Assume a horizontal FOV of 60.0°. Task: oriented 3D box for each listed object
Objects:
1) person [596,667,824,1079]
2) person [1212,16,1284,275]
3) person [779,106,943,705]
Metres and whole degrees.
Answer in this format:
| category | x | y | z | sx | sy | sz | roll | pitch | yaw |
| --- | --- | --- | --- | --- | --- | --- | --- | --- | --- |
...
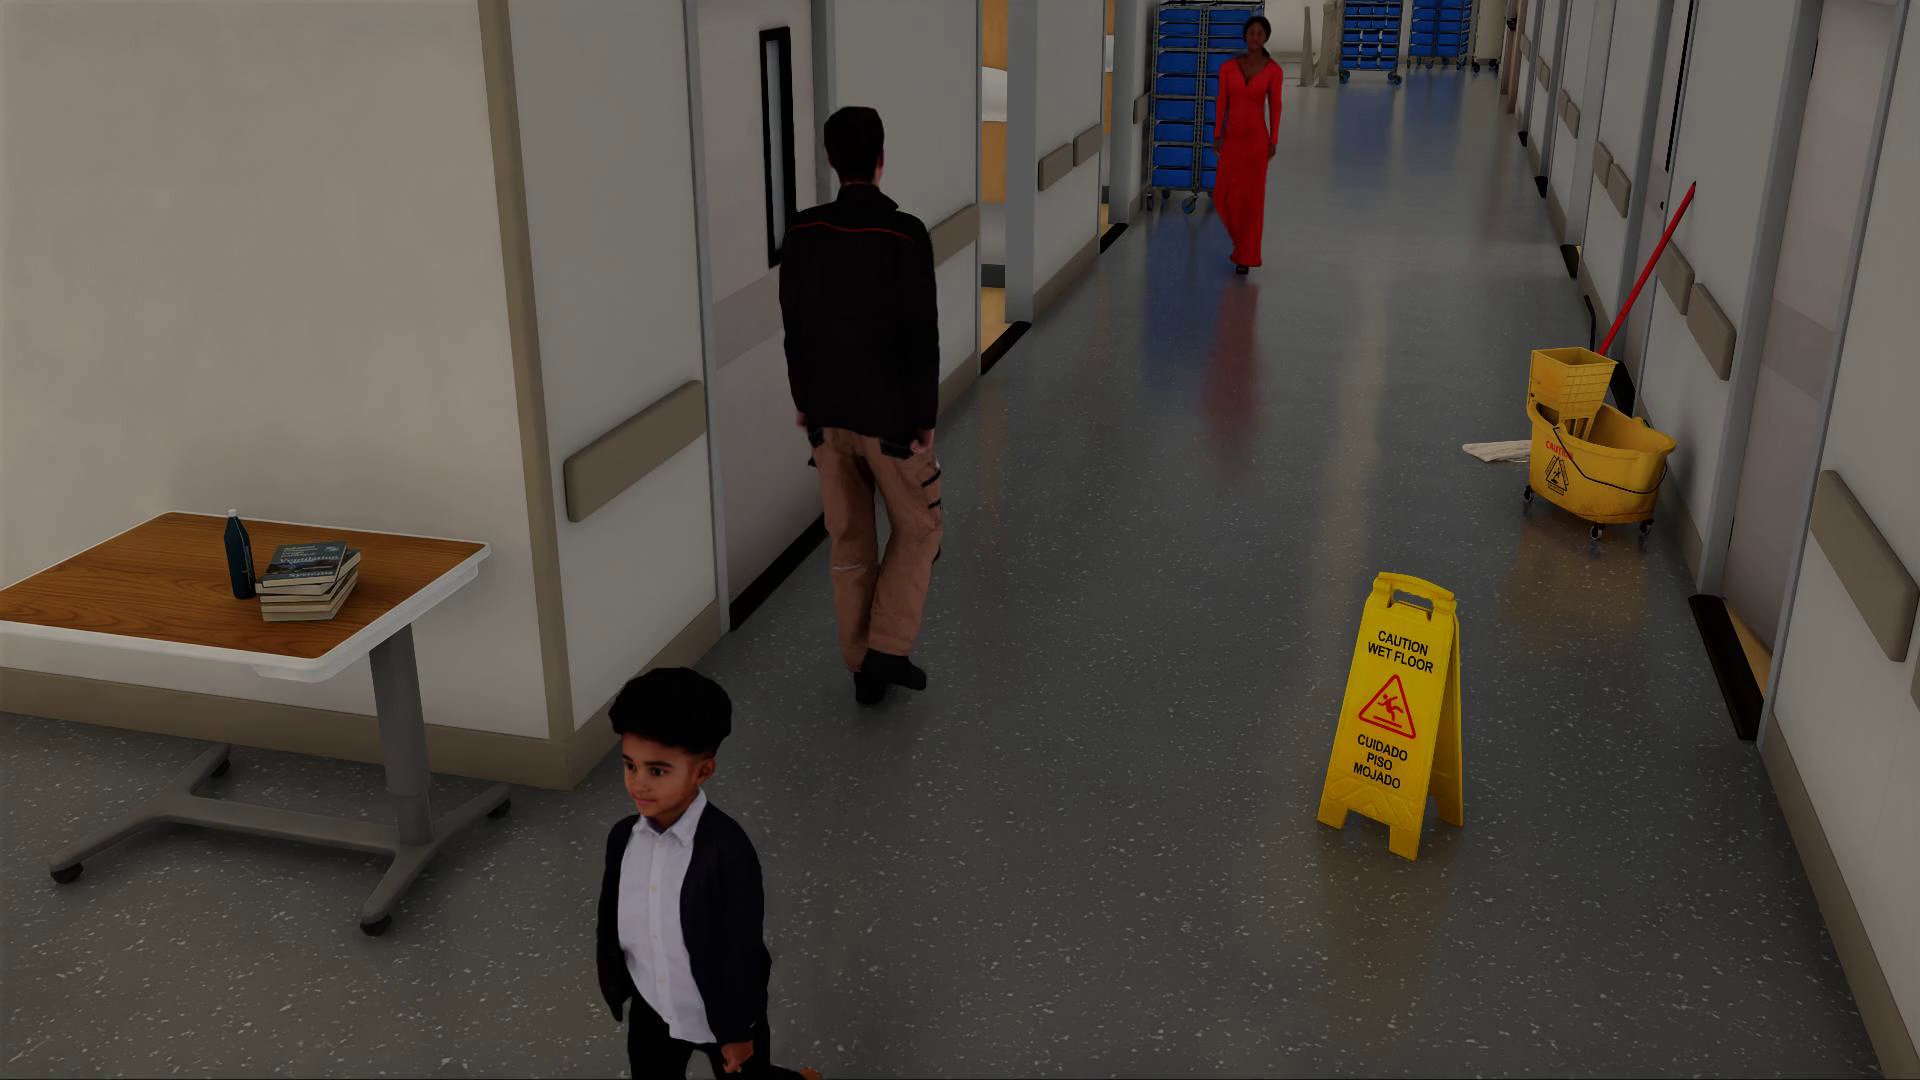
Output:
| category | x | y | z | sx | sy | sz | roll | pitch | yaw |
| --- | --- | --- | --- | --- | --- | --- | --- | --- | --- |
| person | -0.462 | 0.843 | 3.150 | 0.606 | 1.120 | 0.866 | 10 | 23 | 24 |
| person | 2.045 | -2.799 | 11.851 | 0.640 | 1.767 | 0.873 | 7 | 22 | 18 |
| person | -0.330 | -0.352 | 5.187 | 0.682 | 1.911 | 0.677 | 6 | 21 | 15 |
